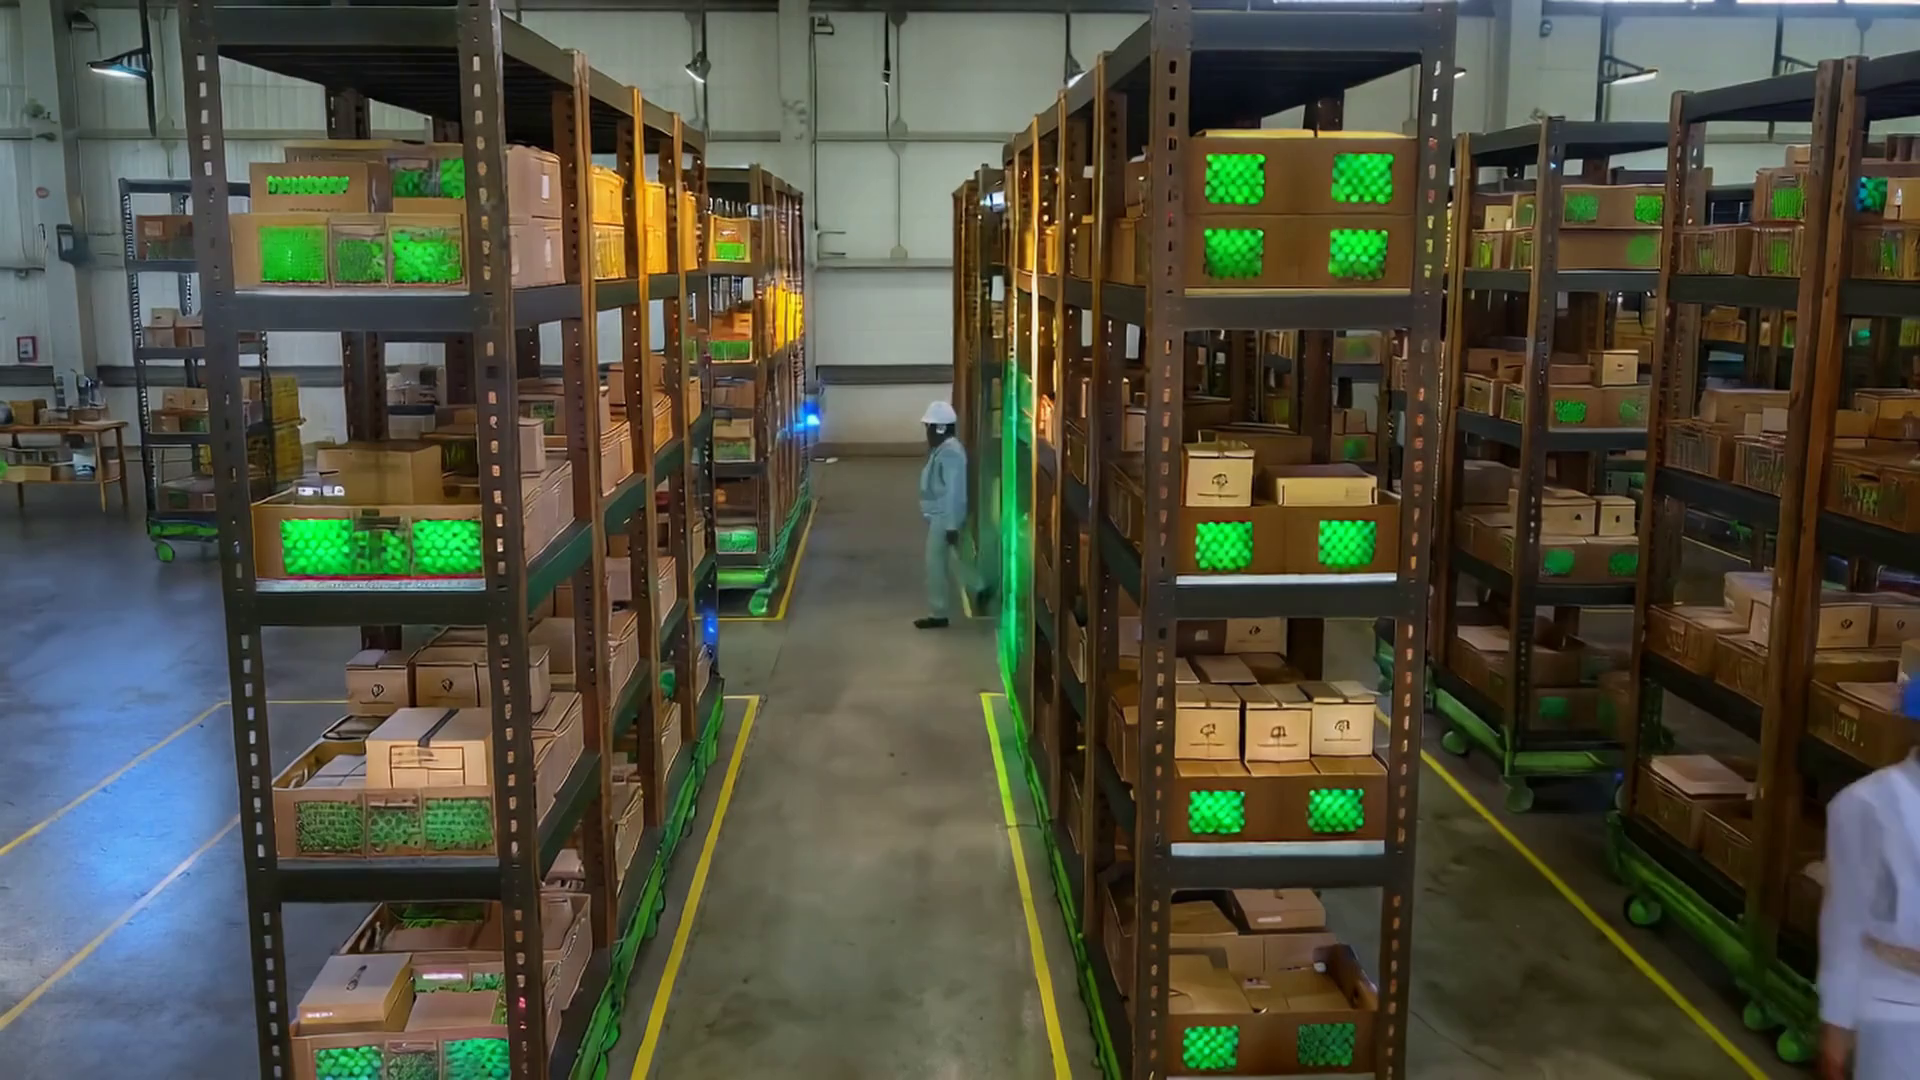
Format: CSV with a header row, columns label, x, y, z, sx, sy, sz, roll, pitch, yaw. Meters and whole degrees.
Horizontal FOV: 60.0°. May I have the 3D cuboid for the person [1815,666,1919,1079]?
label,x,y,z,sx,sy,sz,roll,pitch,yaw
person,2.578,1.229,4.490,0.631,1.927,0.473,-2,10,-10

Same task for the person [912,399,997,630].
label,x,y,z,sx,sy,sz,roll,pitch,yaw
person,-0.050,-0.193,12.934,0.585,1.816,0.596,-1,10,-5
